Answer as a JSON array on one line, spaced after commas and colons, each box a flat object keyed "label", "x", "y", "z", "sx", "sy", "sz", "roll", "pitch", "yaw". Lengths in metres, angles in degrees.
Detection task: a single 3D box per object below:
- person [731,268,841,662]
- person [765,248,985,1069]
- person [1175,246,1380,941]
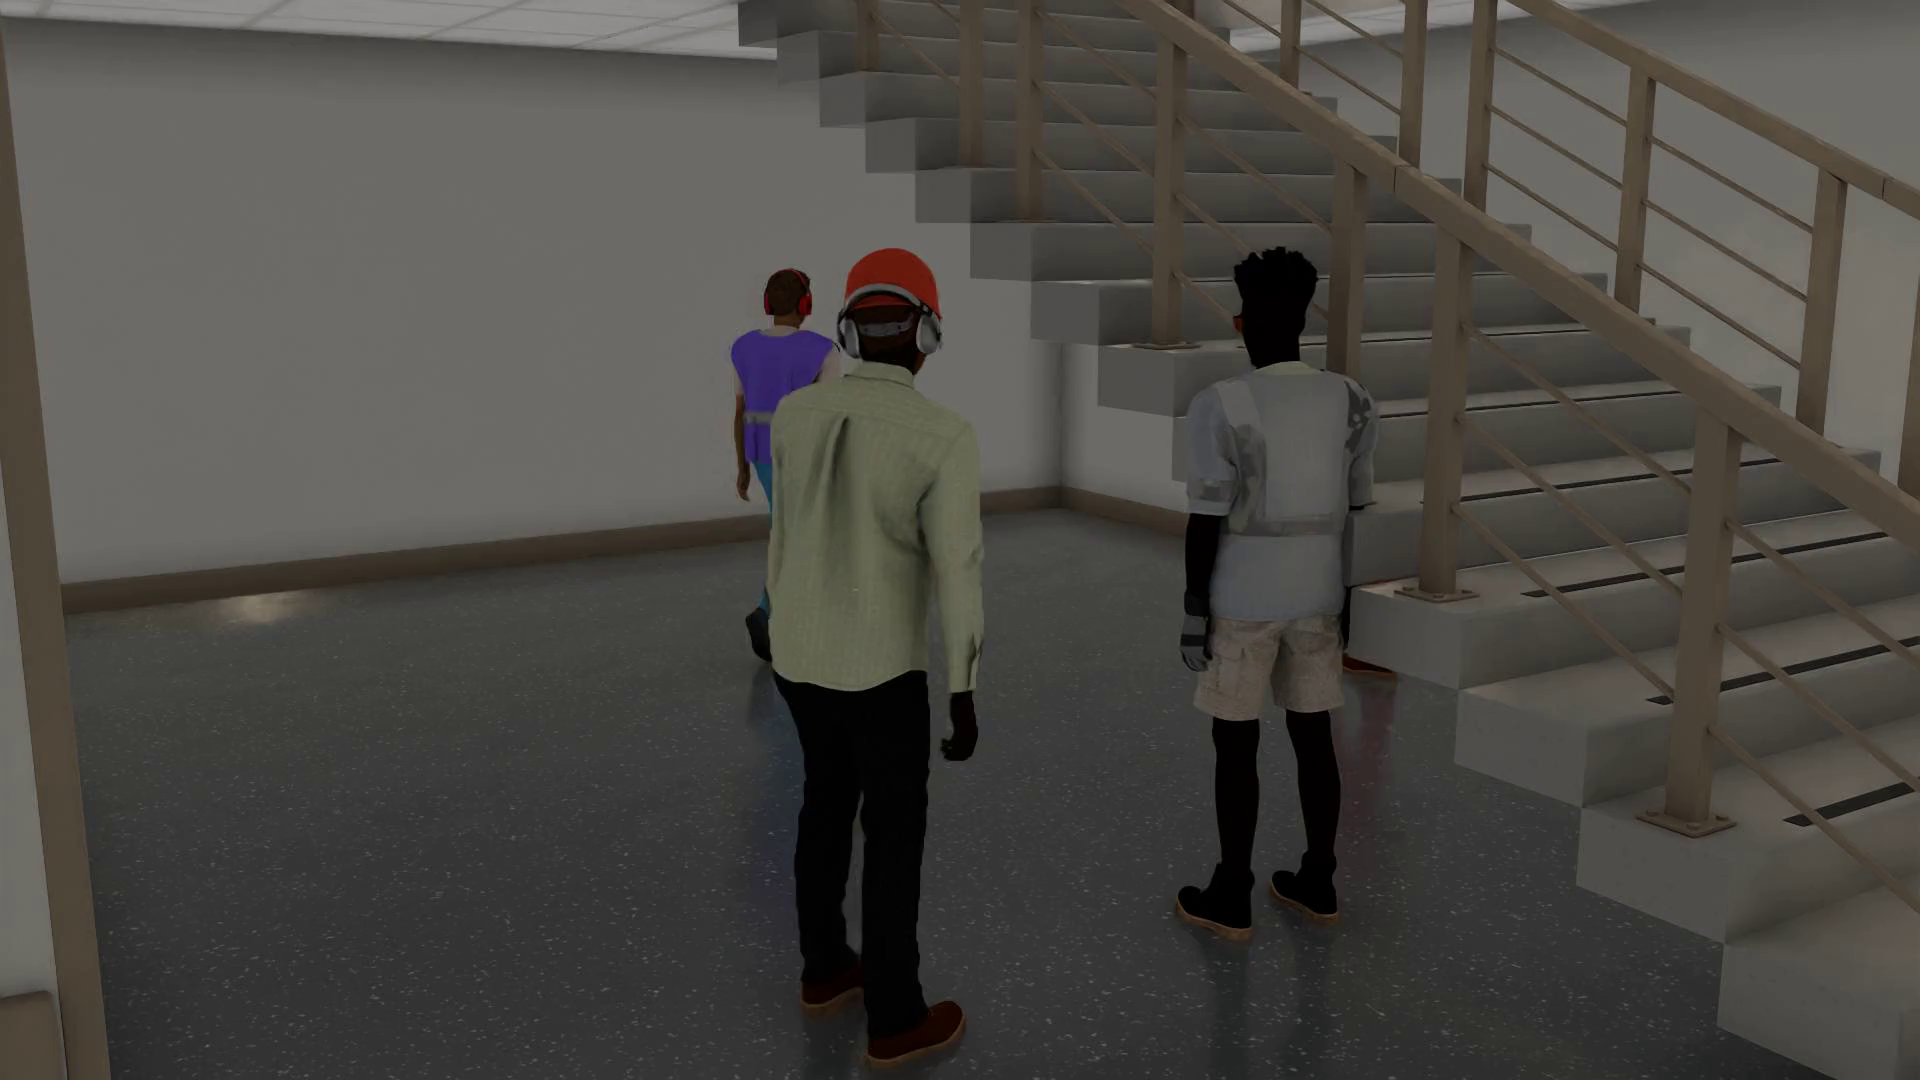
[{"label": "person", "x": -0.824, "y": -0.354, "z": 7.794, "sx": 0.571, "sy": 1.823, "sz": 0.801, "roll": 5, "pitch": 12, "yaw": 25}, {"label": "person", "x": -0.198, "y": 0.285, "z": 4.072, "sx": 0.680, "sy": 1.969, "sz": 0.479, "roll": 8, "pitch": 13, "yaw": 35}, {"label": "person", "x": 0.892, "y": 0.157, "z": 4.741, "sx": 0.599, "sy": 1.955, "sz": 0.368, "roll": -4, "pitch": 12, "yaw": -21}]
